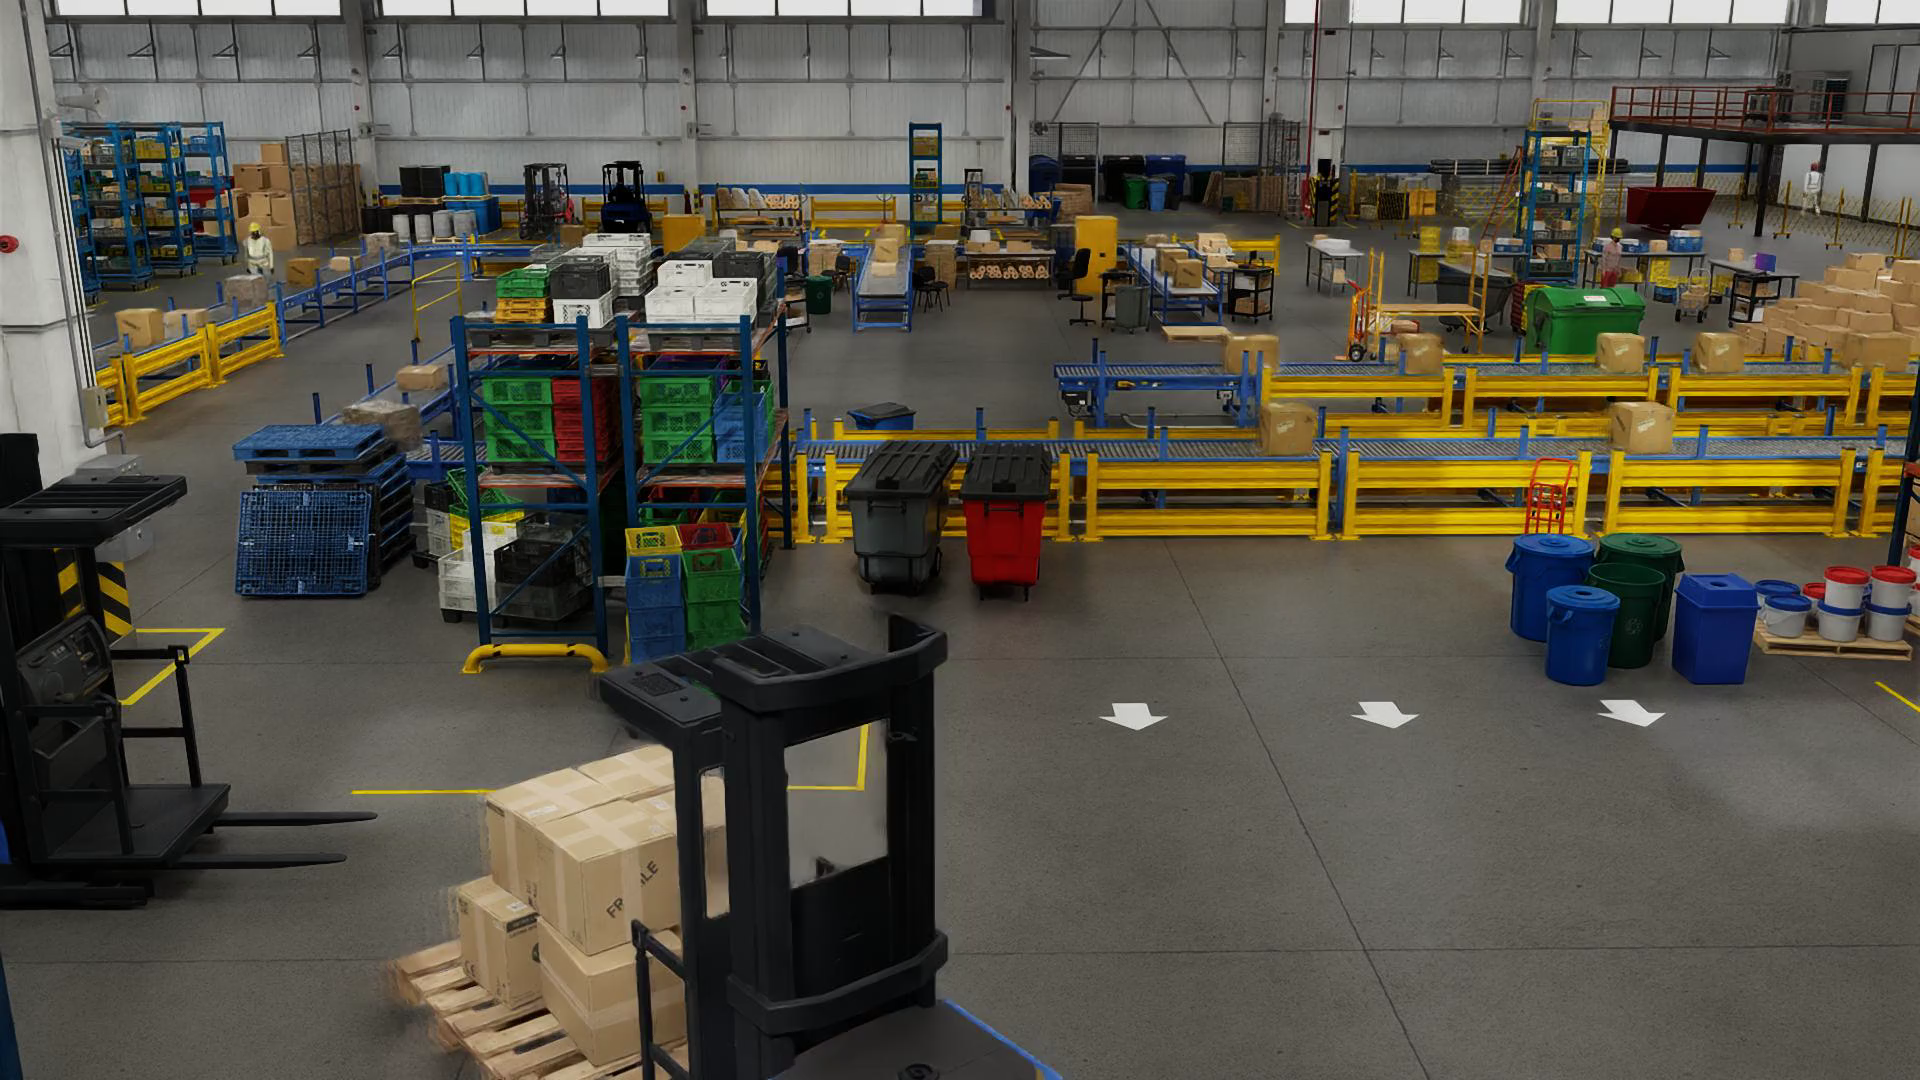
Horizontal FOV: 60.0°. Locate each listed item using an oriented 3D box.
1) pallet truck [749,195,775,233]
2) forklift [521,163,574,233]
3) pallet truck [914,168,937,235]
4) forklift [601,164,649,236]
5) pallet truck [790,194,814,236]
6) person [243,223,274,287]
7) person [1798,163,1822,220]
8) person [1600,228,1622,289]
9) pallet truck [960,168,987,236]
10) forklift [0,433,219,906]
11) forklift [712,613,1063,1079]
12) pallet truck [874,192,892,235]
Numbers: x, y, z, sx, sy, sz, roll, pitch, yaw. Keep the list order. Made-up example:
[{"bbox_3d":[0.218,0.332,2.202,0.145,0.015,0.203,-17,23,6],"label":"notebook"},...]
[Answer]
[{"bbox_3d":[-6.051,-9.967,50.660,0.680,1.201,1.601,0,16,-1],"label":"pallet truck"},{"bbox_3d":[-12.233,-10.122,49.298,1.157,1.987,2.680,0,16,-1],"label":"forklift"},{"bbox_3d":[-0.989,-10.316,50.507,0.823,1.965,1.885,1,16,3],"label":"pallet truck"},{"bbox_3d":[-9.948,-10.127,49.296,1.157,1.987,2.680,-1,16,-3],"label":"forklift"},{"bbox_3d":[-4.814,-9.883,50.259,0.704,1.261,1.522,-1,16,-3],"label":"pallet truck"},{"bbox_3d":[-14.886,-5.854,35.375,0.607,1.792,0.915,-3,16,-10],"label":"person"},{"bbox_3d":[28.210,-11.530,55.010,0.587,1.854,0.906,-1,16,-4],"label":"person"},{"bbox_3d":[13.460,-5.557,34.379,0.522,1.768,0.313,-8,18,-26],"label":"person"},{"bbox_3d":[0.383,-10.230,50.206,0.823,1.965,1.885,-1,16,-3],"label":"pallet truck"},{"bbox_3d":[-5.952,0.780,10.366,1.873,2.768,1.129,0,16,-1],"label":"forklift"},{"bbox_3d":[-0.503,1.745,7.012,1.129,2.768,1.873,-13,20,-37],"label":"forklift"},{"bbox_3d":[-2.277,-9.986,50.594,0.653,1.274,1.630,0,16,-1],"label":"pallet truck"}]
